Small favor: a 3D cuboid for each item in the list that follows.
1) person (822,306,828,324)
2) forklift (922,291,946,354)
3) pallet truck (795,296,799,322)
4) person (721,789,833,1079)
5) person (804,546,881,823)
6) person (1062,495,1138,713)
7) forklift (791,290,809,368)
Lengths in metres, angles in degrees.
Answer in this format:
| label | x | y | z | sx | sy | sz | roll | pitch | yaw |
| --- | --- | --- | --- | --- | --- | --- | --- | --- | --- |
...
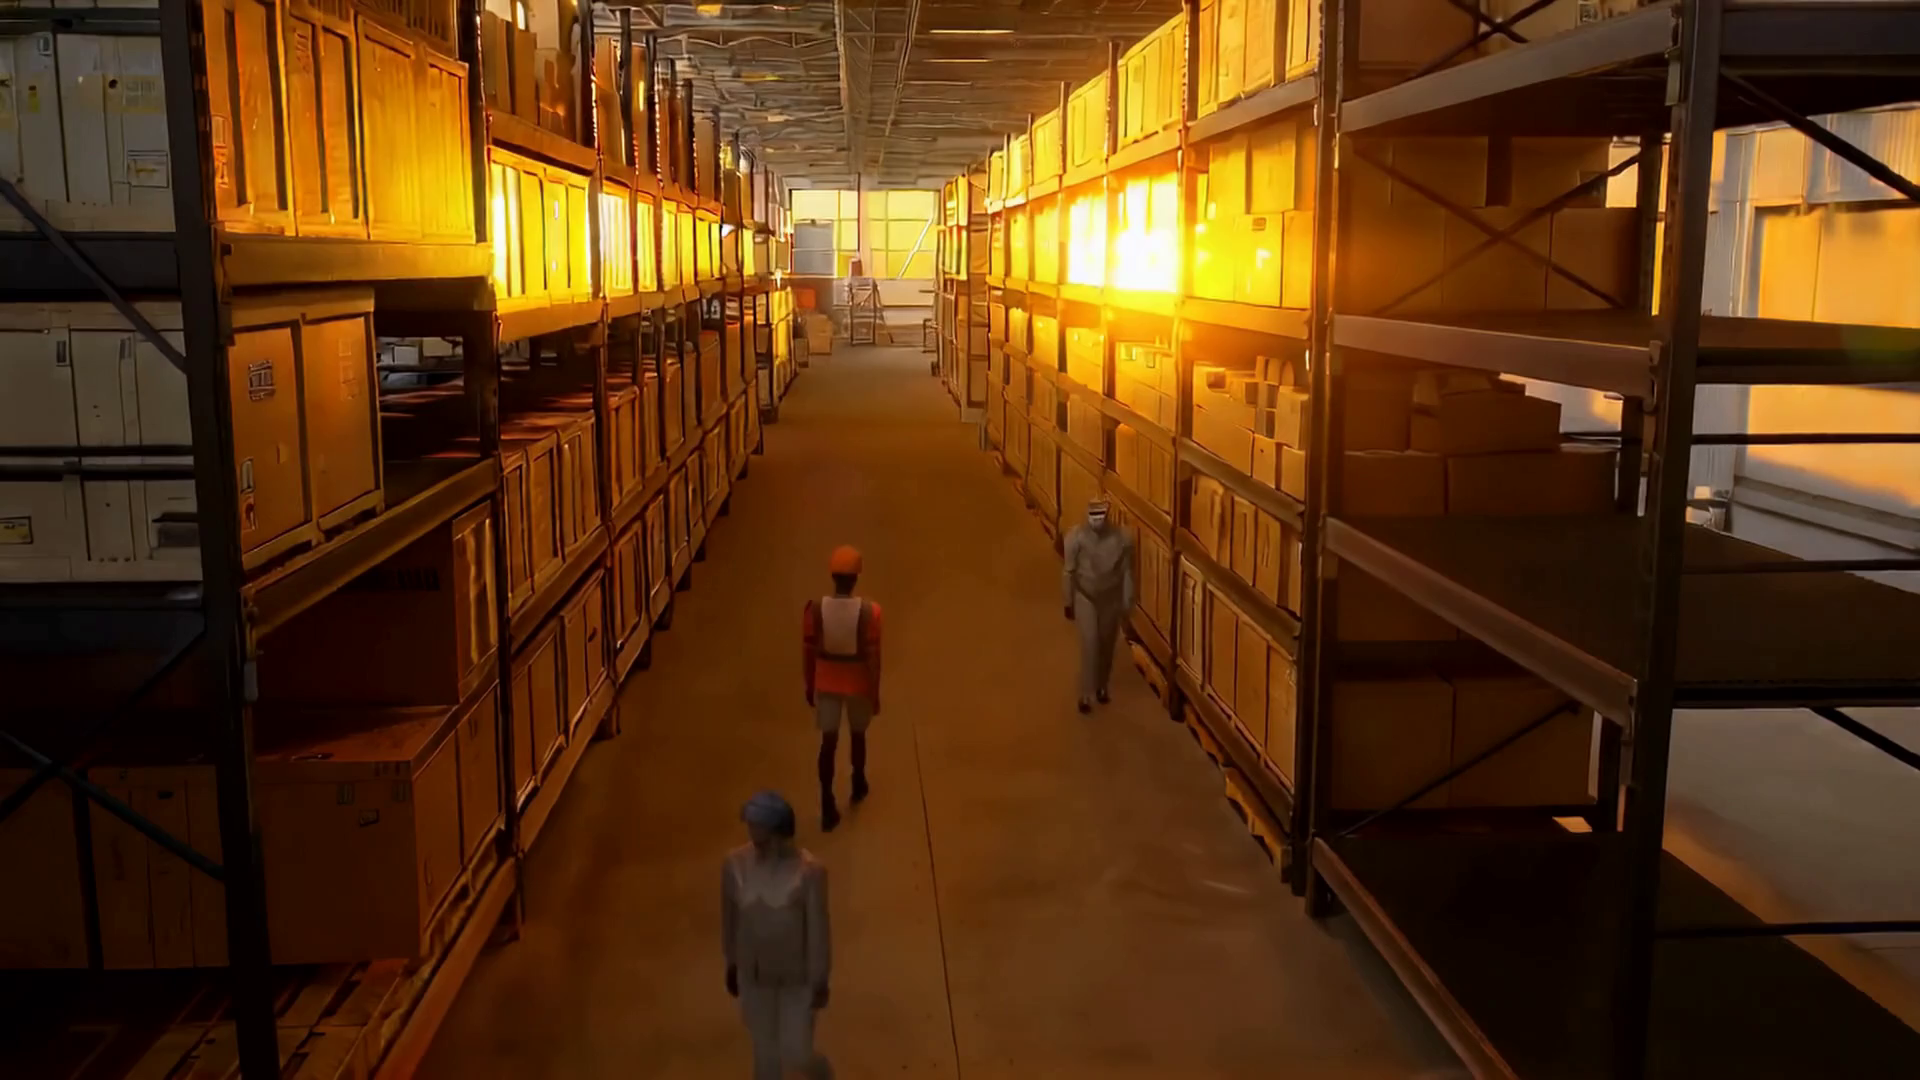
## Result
| label | x | y | z | sx | sy | sz | roll | pitch | yaw |
| --- | --- | --- | --- | --- | --- | --- | --- | --- | --- |
| person | -6.600 | -10.581 | 81.227 | 0.322 | 1.689 | 0.530 | -4 | 10 | -23 |
| forklift | -0.641 | -9.145 | 69.096 | 1.873 | 2.768 | 1.129 | -1 | 10 | -3 |
| pallet truck | -8.622 | -12.439 | 91.403 | 1.885 | 1.965 | 0.823 | 2 | 10 | 13 |
| person | -0.768 | 1.842 | 7.193 | 0.527 | 1.625 | 0.482 | 4 | 10 | 20 |
| person | -0.820 | 0.984 | 11.548 | 0.556 | 1.895 | 0.972 | 1 | 10 | 6 |
| person | 1.203 | 0.551 | 14.236 | 0.641 | 1.860 | 0.959 | 0 | 10 | 1 |
| forklift | -6.076 | -7.676 | 60.319 | 1.129 | 2.768 | 1.873 | -1 | 10 | -3 |
